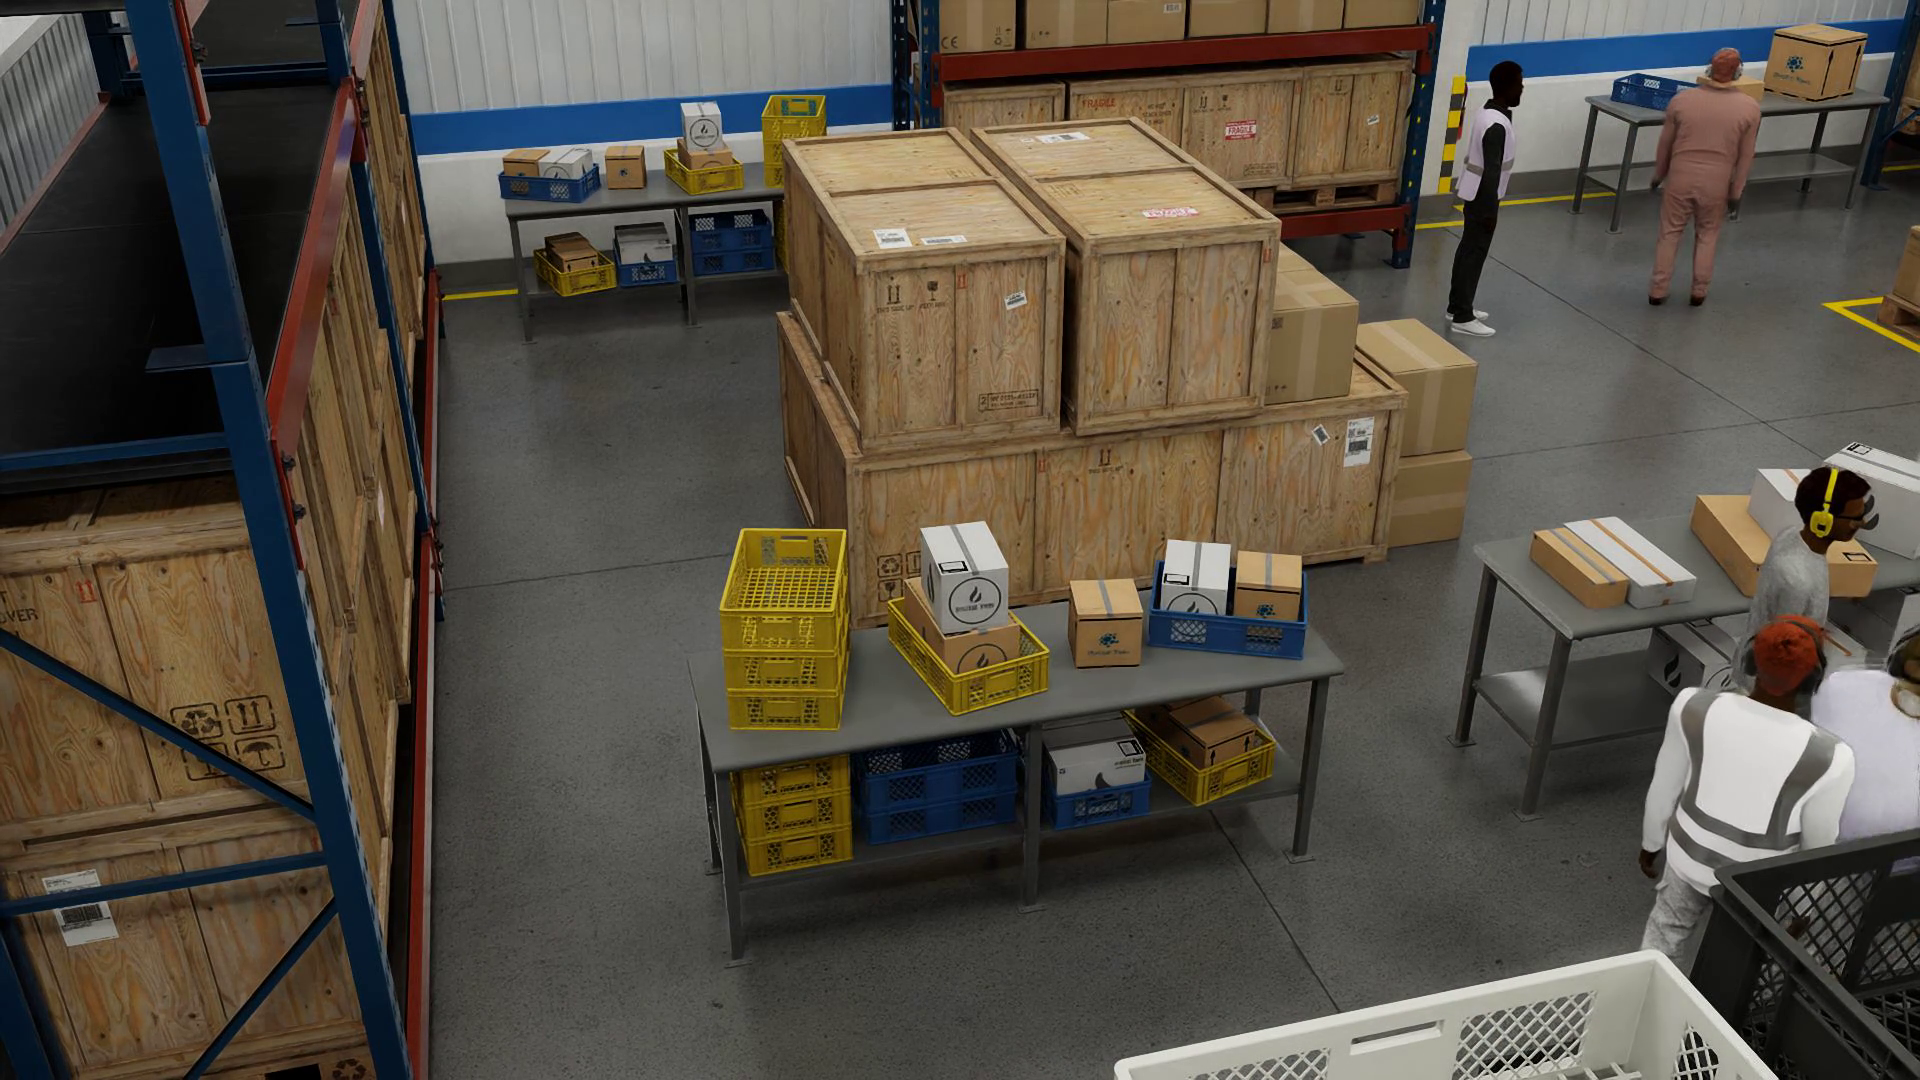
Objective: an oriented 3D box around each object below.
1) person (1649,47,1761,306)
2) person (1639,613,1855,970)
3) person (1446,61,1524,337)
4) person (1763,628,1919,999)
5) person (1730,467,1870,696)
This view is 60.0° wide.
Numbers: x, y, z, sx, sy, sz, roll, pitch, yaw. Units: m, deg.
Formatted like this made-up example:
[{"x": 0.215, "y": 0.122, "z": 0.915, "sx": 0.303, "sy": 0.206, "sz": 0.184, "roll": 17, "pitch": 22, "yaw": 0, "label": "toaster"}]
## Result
[{"x": 5.429, "y": -2.647, "z": 12.218, "sx": 0.642, "sy": 1.908, "sz": 0.419, "roll": 12, "pitch": 31, "yaw": 20, "label": "person"}, {"x": 2.521, "y": 1.081, "z": 5.482, "sx": 0.580, "sy": 1.876, "sz": 0.356, "roll": 24, "pitch": 37, "yaw": 37, "label": "person"}, {"x": 3.710, "y": -2.419, "z": 11.781, "sx": 0.391, "sy": 1.921, "sz": 0.590, "roll": 4, "pitch": 29, "yaw": 8, "label": "person"}, {"x": 3.065, "y": 1.025, "z": 5.574, "sx": 0.631, "sy": 1.899, "sz": 0.939, "roll": 23, "pitch": 36, "yaw": 35, "label": "person"}, {"x": 3.143, "y": 0.563, "z": 6.420, "sx": 0.332, "sy": 1.874, "sz": 0.520, "roll": 11, "pitch": 31, "yaw": 20, "label": "person"}]
